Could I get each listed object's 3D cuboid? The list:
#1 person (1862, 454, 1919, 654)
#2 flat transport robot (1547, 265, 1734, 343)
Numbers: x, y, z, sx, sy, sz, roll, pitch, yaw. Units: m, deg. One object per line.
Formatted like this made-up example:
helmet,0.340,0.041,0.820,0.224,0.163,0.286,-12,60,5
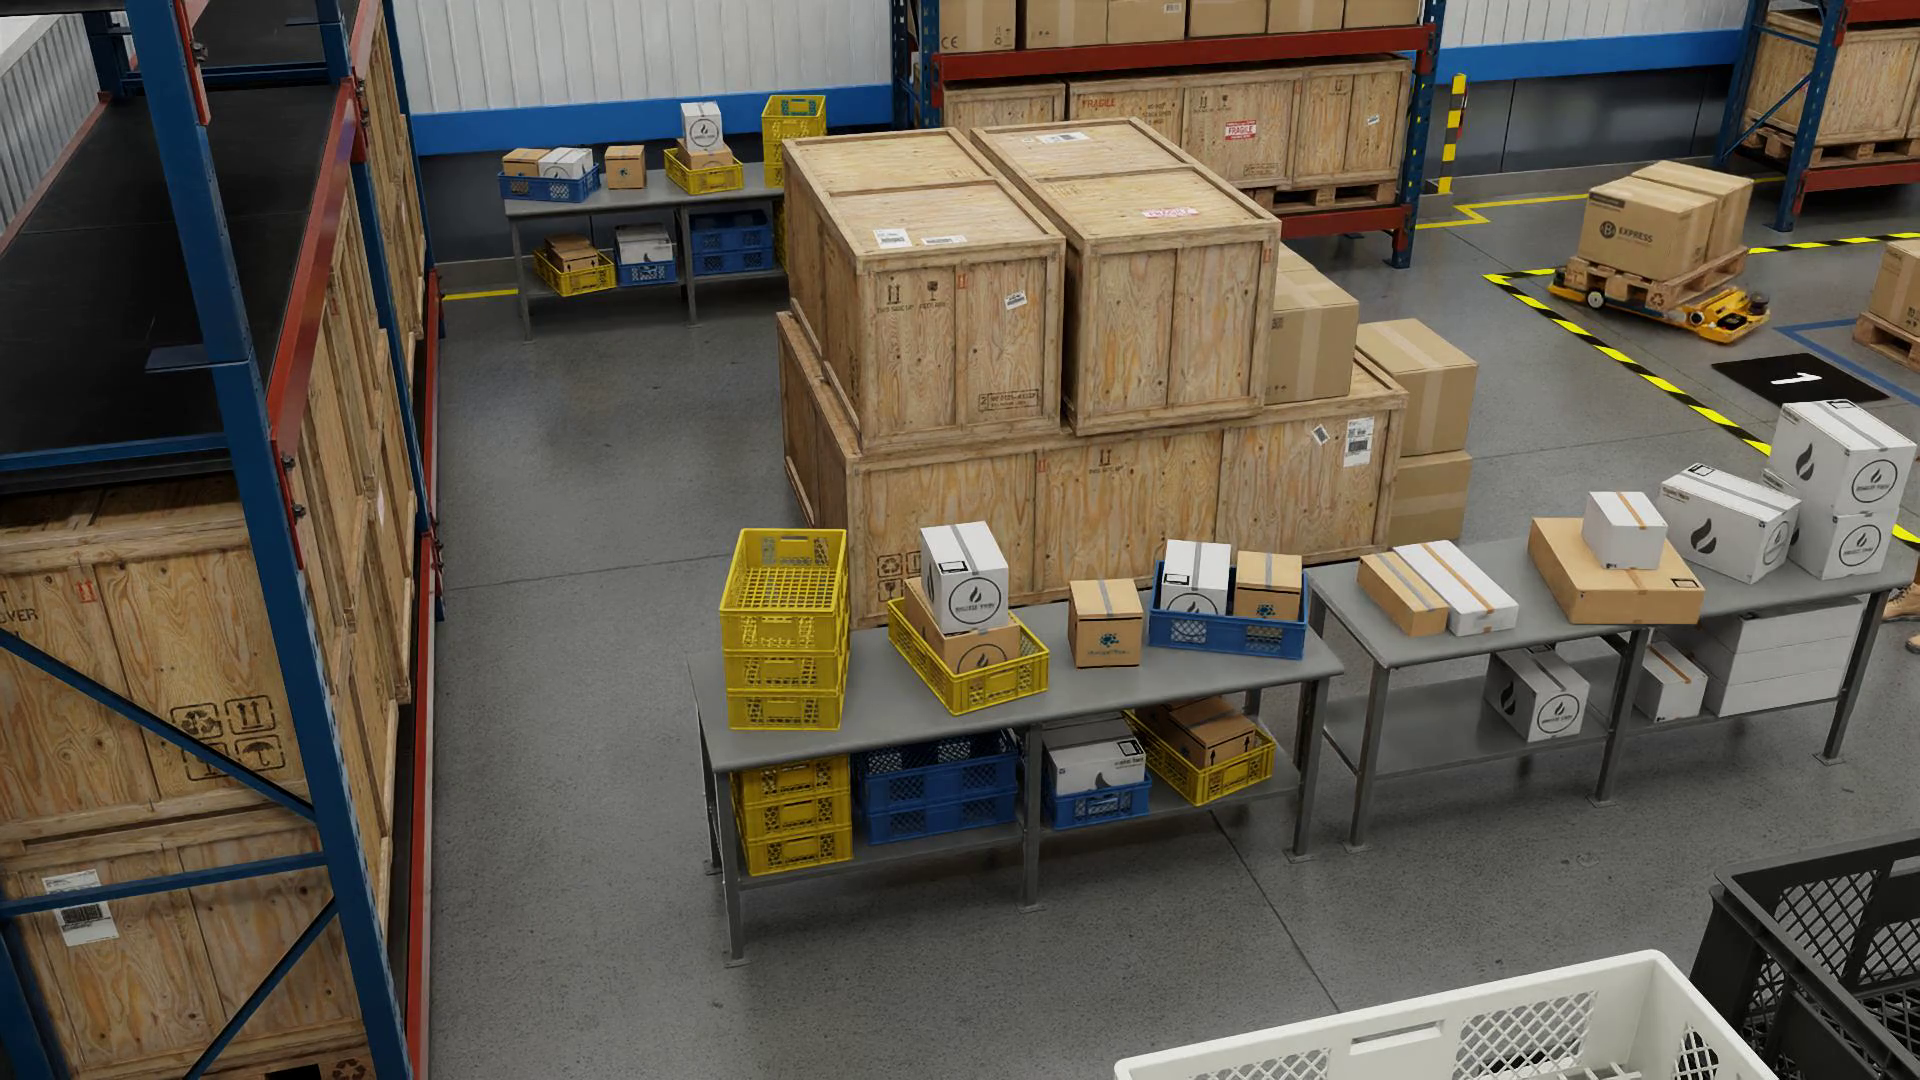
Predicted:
person,4.882,-0.396,8.003,0.384,2.040,0.605,-5,29,-9
flat transport robot,5.211,-1.835,12.418,0.652,0.197,1.431,-24,37,-36
